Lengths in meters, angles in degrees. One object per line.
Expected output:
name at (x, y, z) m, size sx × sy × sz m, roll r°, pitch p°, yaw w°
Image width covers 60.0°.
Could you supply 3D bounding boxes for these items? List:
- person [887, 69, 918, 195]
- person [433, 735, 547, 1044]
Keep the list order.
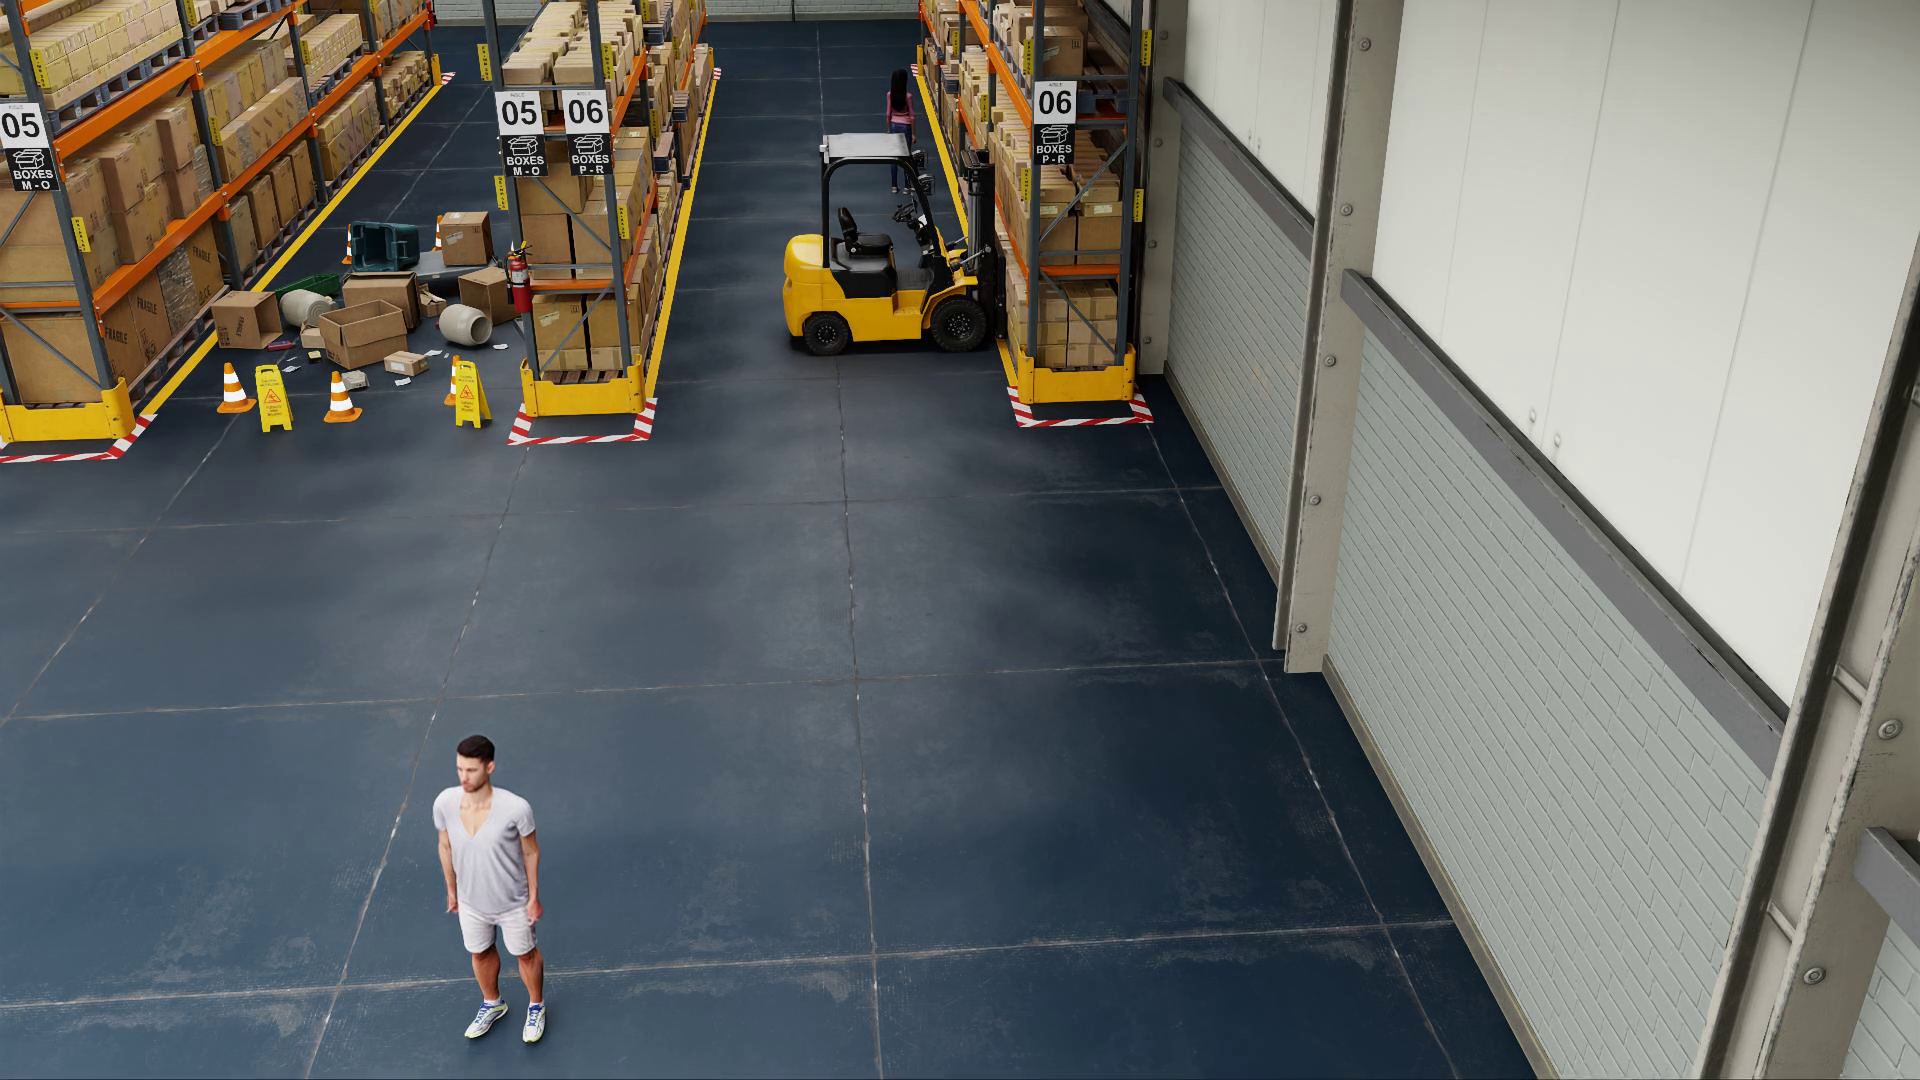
person at (-0.844, -5.789, 23.527) m, size 0.651 × 1.742 × 0.638 m, roll 9°, pitch 29°, yaw 17°
person at (-2.419, 1.807, 8.653) m, size 0.727 × 1.855 × 0.653 m, roll 4°, pitch 27°, yaw 7°
